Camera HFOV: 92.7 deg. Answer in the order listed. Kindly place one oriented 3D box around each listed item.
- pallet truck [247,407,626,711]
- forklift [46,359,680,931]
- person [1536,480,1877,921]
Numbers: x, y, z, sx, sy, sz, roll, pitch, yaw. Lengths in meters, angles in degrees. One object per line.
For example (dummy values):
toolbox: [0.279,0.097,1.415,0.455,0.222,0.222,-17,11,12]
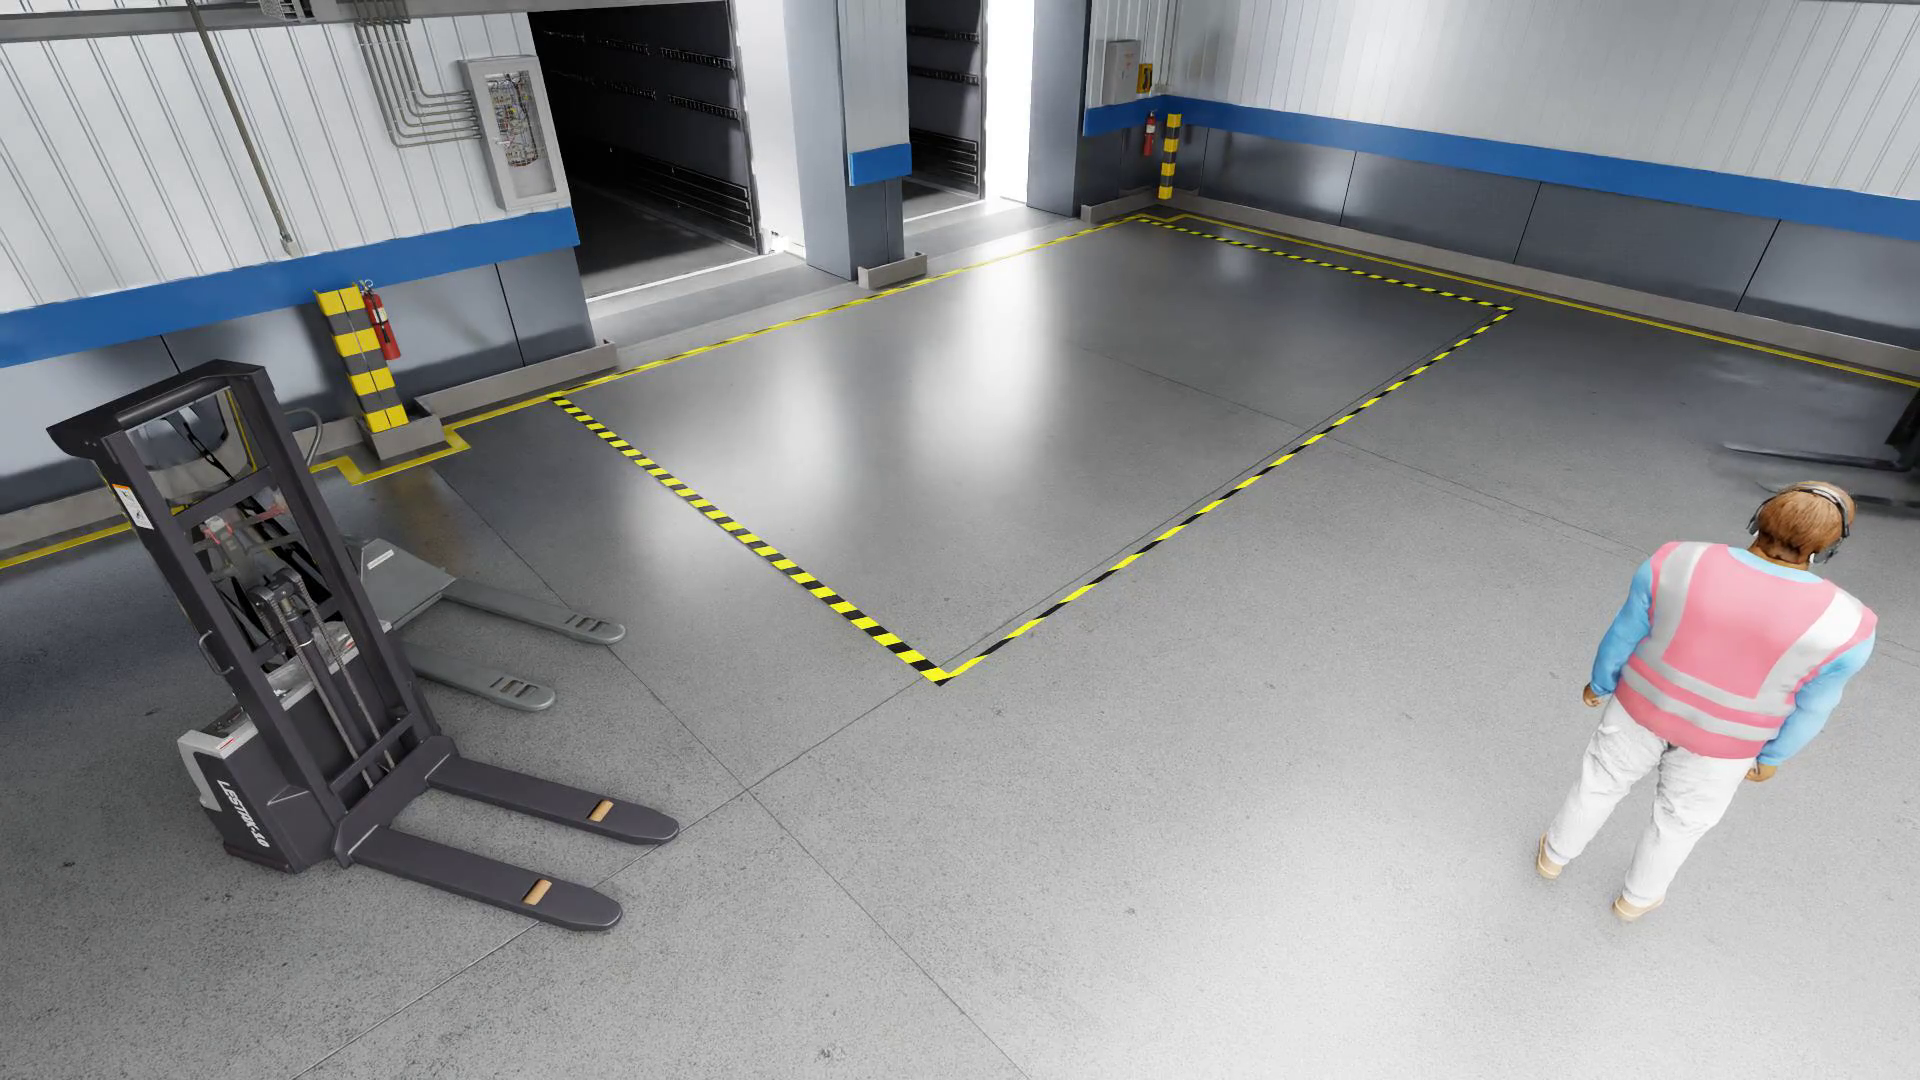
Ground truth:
pallet truck: [-2.628,0.038,4.590,1.601,1.201,0.680,12,36,18]
forklift: [-2.135,0.422,3.354,1.885,1.965,0.823,10,35,14]
person: [2.546,0.609,3.216,0.431,1.844,0.623,-26,42,-33]
